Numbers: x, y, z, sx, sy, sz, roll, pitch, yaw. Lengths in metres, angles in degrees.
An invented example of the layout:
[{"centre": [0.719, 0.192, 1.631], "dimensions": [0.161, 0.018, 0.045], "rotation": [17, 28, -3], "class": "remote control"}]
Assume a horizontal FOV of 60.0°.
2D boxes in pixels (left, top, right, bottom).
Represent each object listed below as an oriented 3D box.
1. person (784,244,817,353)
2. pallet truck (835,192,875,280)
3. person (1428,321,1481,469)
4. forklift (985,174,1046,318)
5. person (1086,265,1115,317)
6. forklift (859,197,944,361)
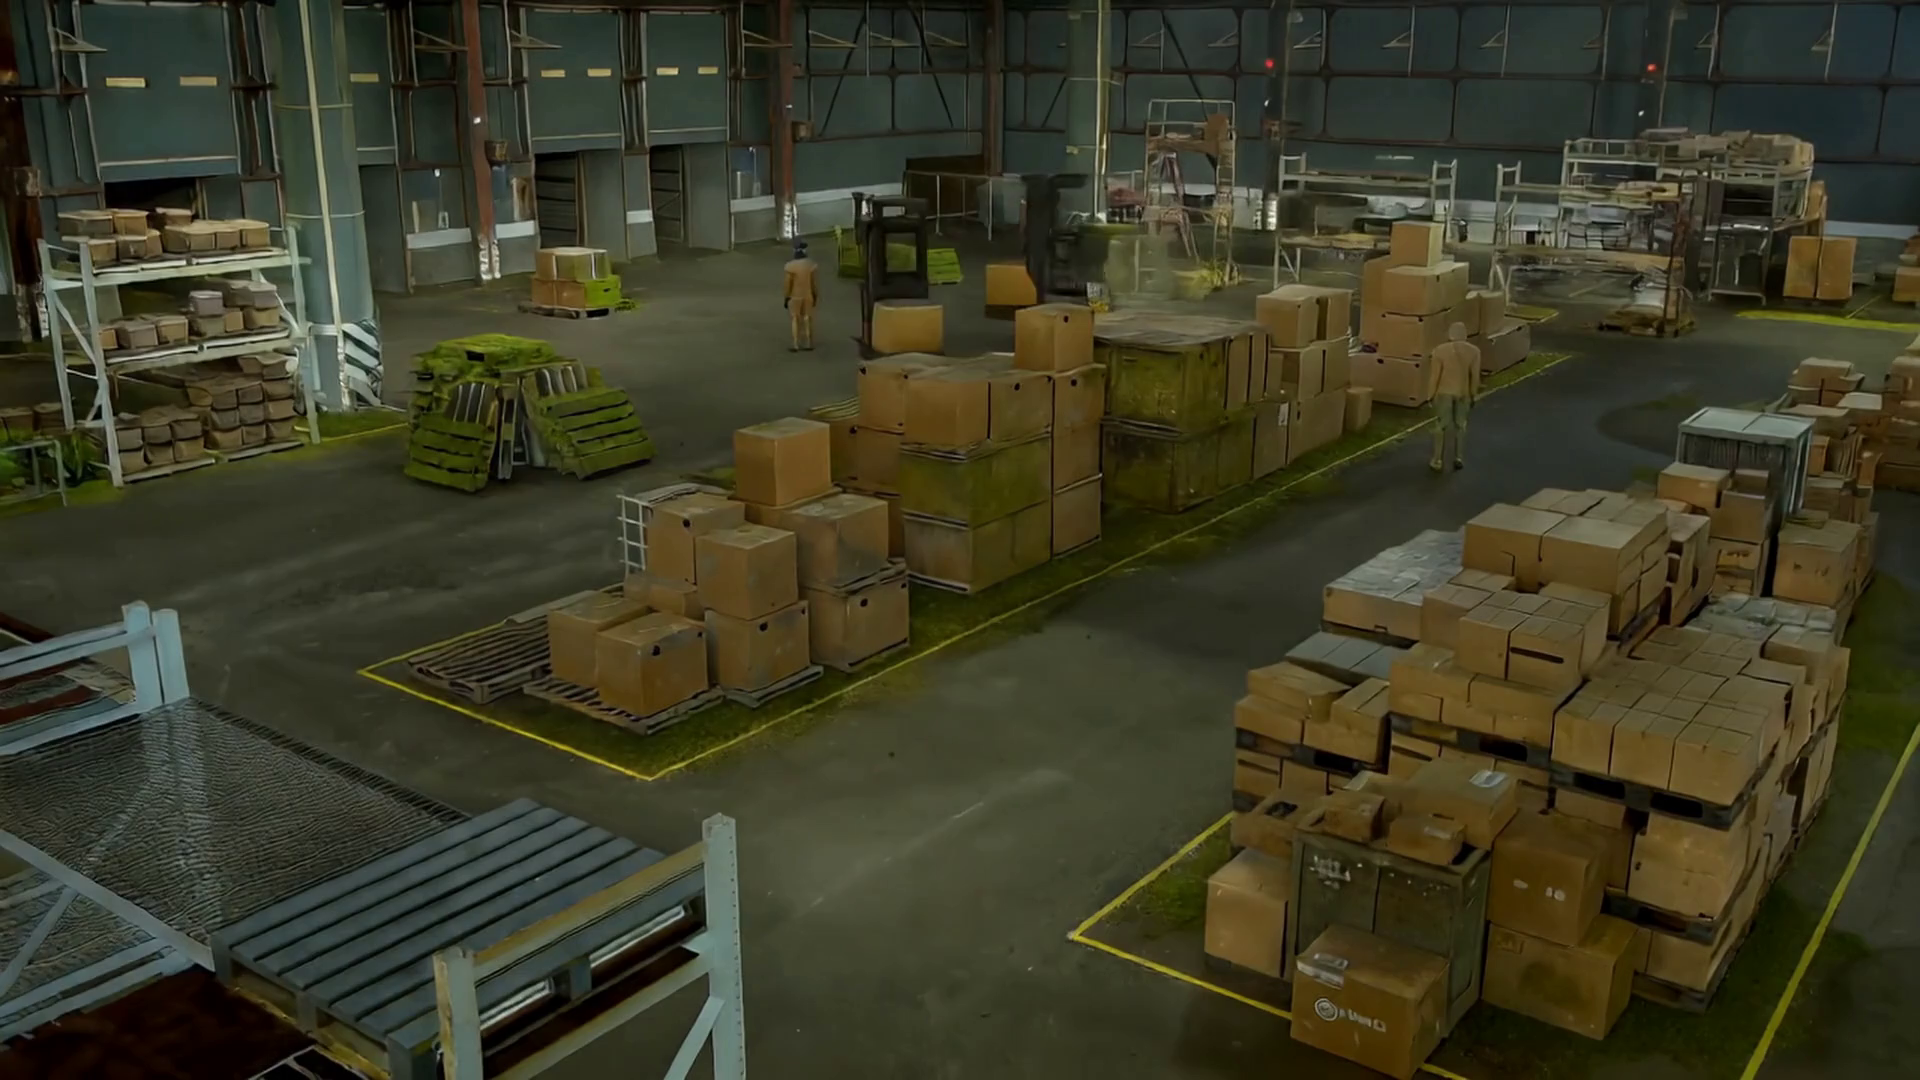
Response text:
[{"centre": [-2.839, -4.309, 29.671], "dimensions": [0.634, 1.930, 0.384], "rotation": [-9, 19, -28], "class": "person"}, {"centre": [-1.936, -7.159, 38.982], "dimensions": [1.885, 1.965, 0.823], "rotation": [-12, 21, -34], "class": "pallet truck"}, {"centre": [6.406, -1.884, 21.614], "dimensions": [0.635, 1.939, 0.359], "rotation": [1, 17, 3], "class": "person"}, {"centre": [1.485, -5.882, 33.252], "dimensions": [1.873, 2.768, 1.129], "rotation": [2, 17, 8], "class": "forklift"}, {"centre": [2.395, -3.877, 28.626], "dimensions": [0.540, 1.695, 0.317], "rotation": [11, 20, 32], "class": "person"}, {"centre": [-1.008, -4.465, 28.559], "dimensions": [1.129, 2.768, 1.873], "rotation": [-5, 17, -15], "class": "forklift"}]
